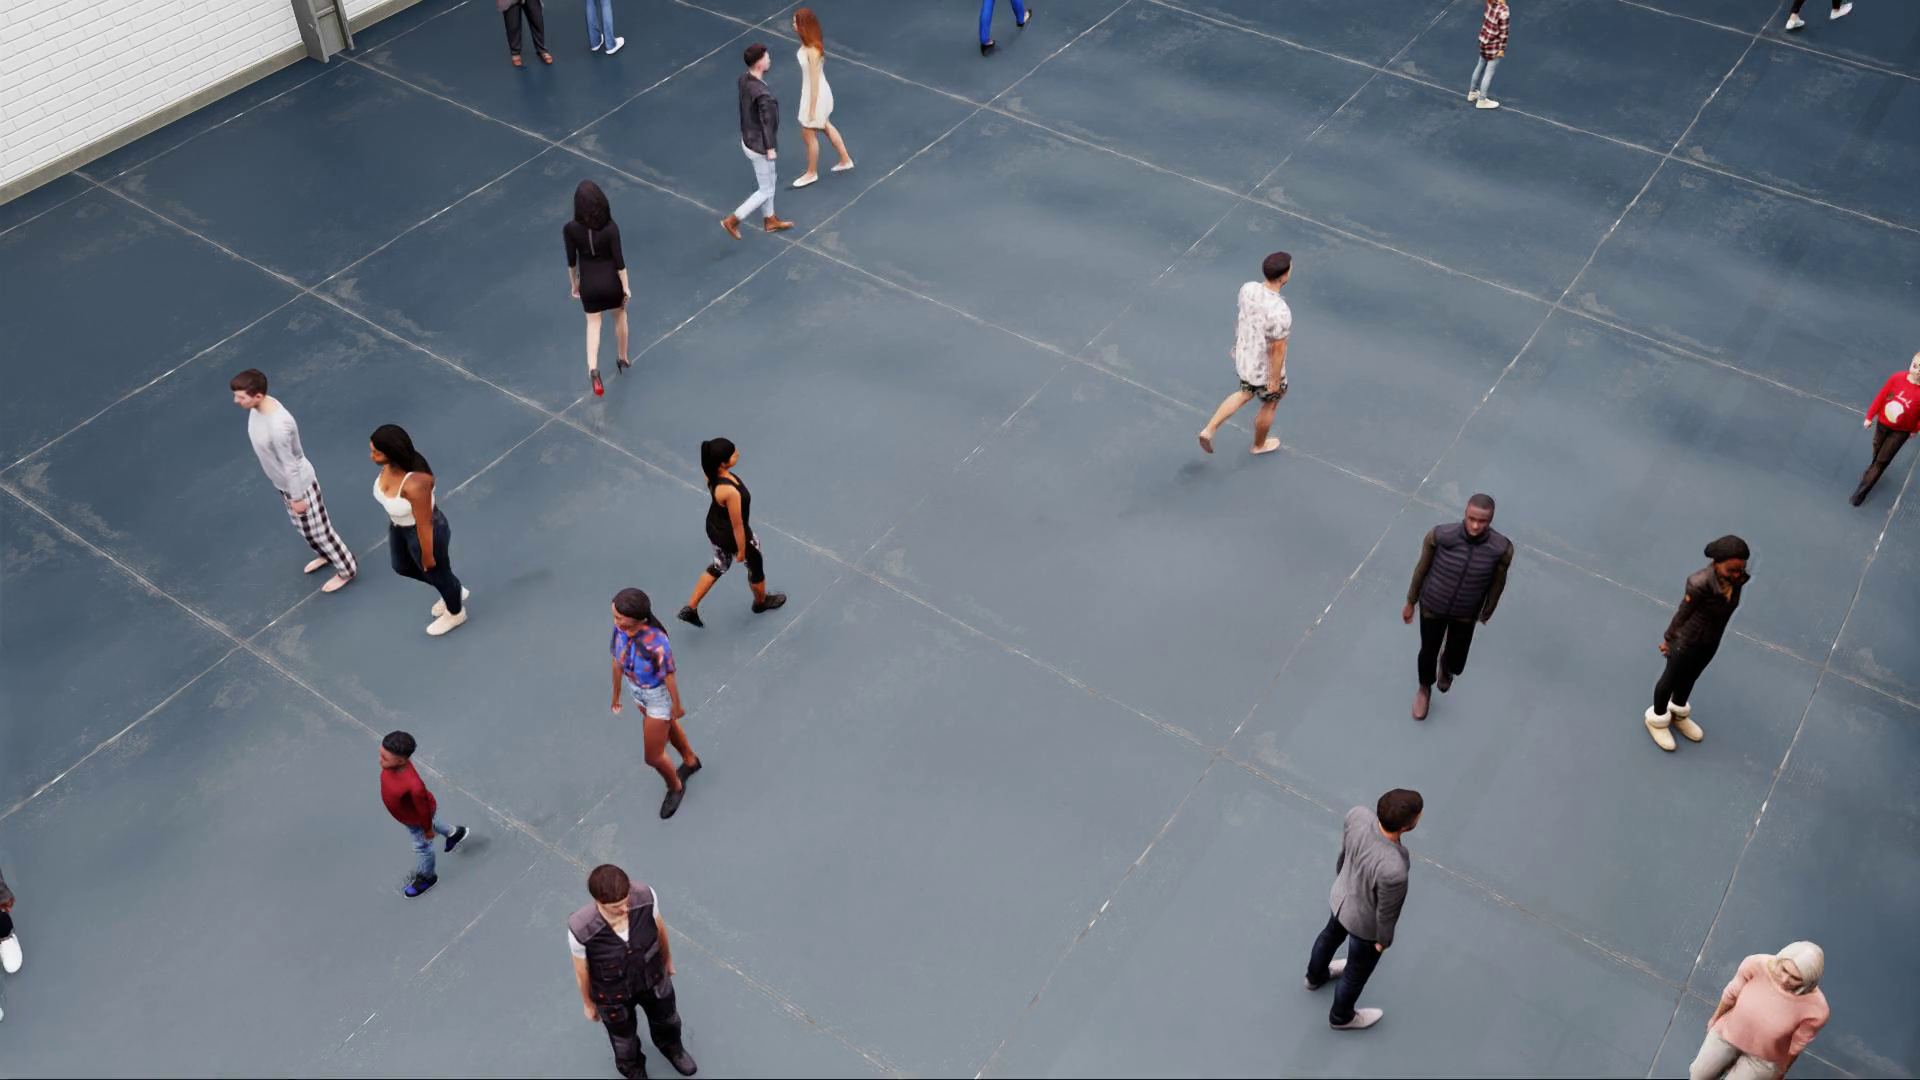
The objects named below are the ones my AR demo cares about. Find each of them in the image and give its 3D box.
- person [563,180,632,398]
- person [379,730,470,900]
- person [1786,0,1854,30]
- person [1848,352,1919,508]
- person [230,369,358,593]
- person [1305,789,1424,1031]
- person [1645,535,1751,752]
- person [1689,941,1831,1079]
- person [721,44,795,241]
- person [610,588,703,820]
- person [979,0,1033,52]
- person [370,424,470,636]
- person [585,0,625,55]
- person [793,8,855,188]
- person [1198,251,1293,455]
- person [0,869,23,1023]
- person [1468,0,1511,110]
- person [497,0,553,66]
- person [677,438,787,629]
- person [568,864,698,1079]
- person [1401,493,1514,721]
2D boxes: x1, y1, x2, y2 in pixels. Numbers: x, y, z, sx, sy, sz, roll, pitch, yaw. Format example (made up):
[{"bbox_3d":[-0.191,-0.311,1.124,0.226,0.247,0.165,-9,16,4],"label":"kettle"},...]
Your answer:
[{"bbox_3d":[-2.786,-1.879,12.841,0.933,1.780,1.064,0,44,0],"label":"person"},{"bbox_3d":[-3.127,1.524,9.643,0.786,1.264,0.634,-27,50,-26],"label":"person"},{"bbox_3d":[9.070,-6.128,17.384,1.146,1.665,0.943,-19,47,-19],"label":"person"},{"bbox_3d":[6.865,-0.878,12.175,0.607,1.249,0.925,34,53,31],"label":"person"},{"bbox_3d":[-4.507,-0.423,11.268,0.672,1.841,0.685,-29,51,-27],"label":"person"},{"bbox_3d":[2.130,1.934,8.774,0.787,1.869,0.770,-14,45,-14],"label":"person"},{"bbox_3d":[4.564,0.597,10.325,0.691,1.666,0.748,-6,44,-6],"label":"person"},{"bbox_3d":[4.011,2.466,8.329,0.786,1.713,0.678,-33,52,-29],"label":"person"},{"bbox_3d":[-1.801,-3.390,14.399,1.074,1.818,0.935,-23,48,-22],"label":"person"},{"bbox_3d":[-1.779,0.877,9.989,0.610,1.723,0.707,29,51,27],"label":"person"},{"bbox_3d":[0.371,-5.835,17.080,0.692,1.660,1.116,21,48,21],"label":"person"},{"bbox_3d":[-3.466,-0.098,10.959,0.754,1.798,0.748,-27,50,-26],"label":"person"},{"bbox_3d":[-3.760,-5.863,17.046,0.651,1.747,0.644,12,45,12],"label":"person"},{"bbox_3d":[-1.308,-4.041,15.167,0.919,1.703,0.875,-11,45,-11],"label":"person"},{"bbox_3d":[2.140,-1.296,12.216,1.064,1.797,0.913,-21,48,-21],"label":"person"},{"bbox_3d":[-5.469,1.791,8.983,1.128,1.788,1.119,-17,46,-17],"label":"person"},{"bbox_3d":[5.231,-4.896,16.351,0.665,1.307,0.615,-10,44,-10],"label":"person"},{"bbox_3d":[-4.485,-5.611,16.892,0.769,1.596,0.867,-19,47,-19],"label":"person"},{"bbox_3d":[-1.590,-0.031,11.000,1.091,1.643,0.823,-26,49,-25],"label":"person"},{"bbox_3d":[-1.718,2.215,8.496,0.657,1.846,0.803,-26,50,-25],"label":"person"},{"bbox_3d":[3.090,0.372,10.445,0.791,1.825,0.824,14,45,15],"label":"person"}]
